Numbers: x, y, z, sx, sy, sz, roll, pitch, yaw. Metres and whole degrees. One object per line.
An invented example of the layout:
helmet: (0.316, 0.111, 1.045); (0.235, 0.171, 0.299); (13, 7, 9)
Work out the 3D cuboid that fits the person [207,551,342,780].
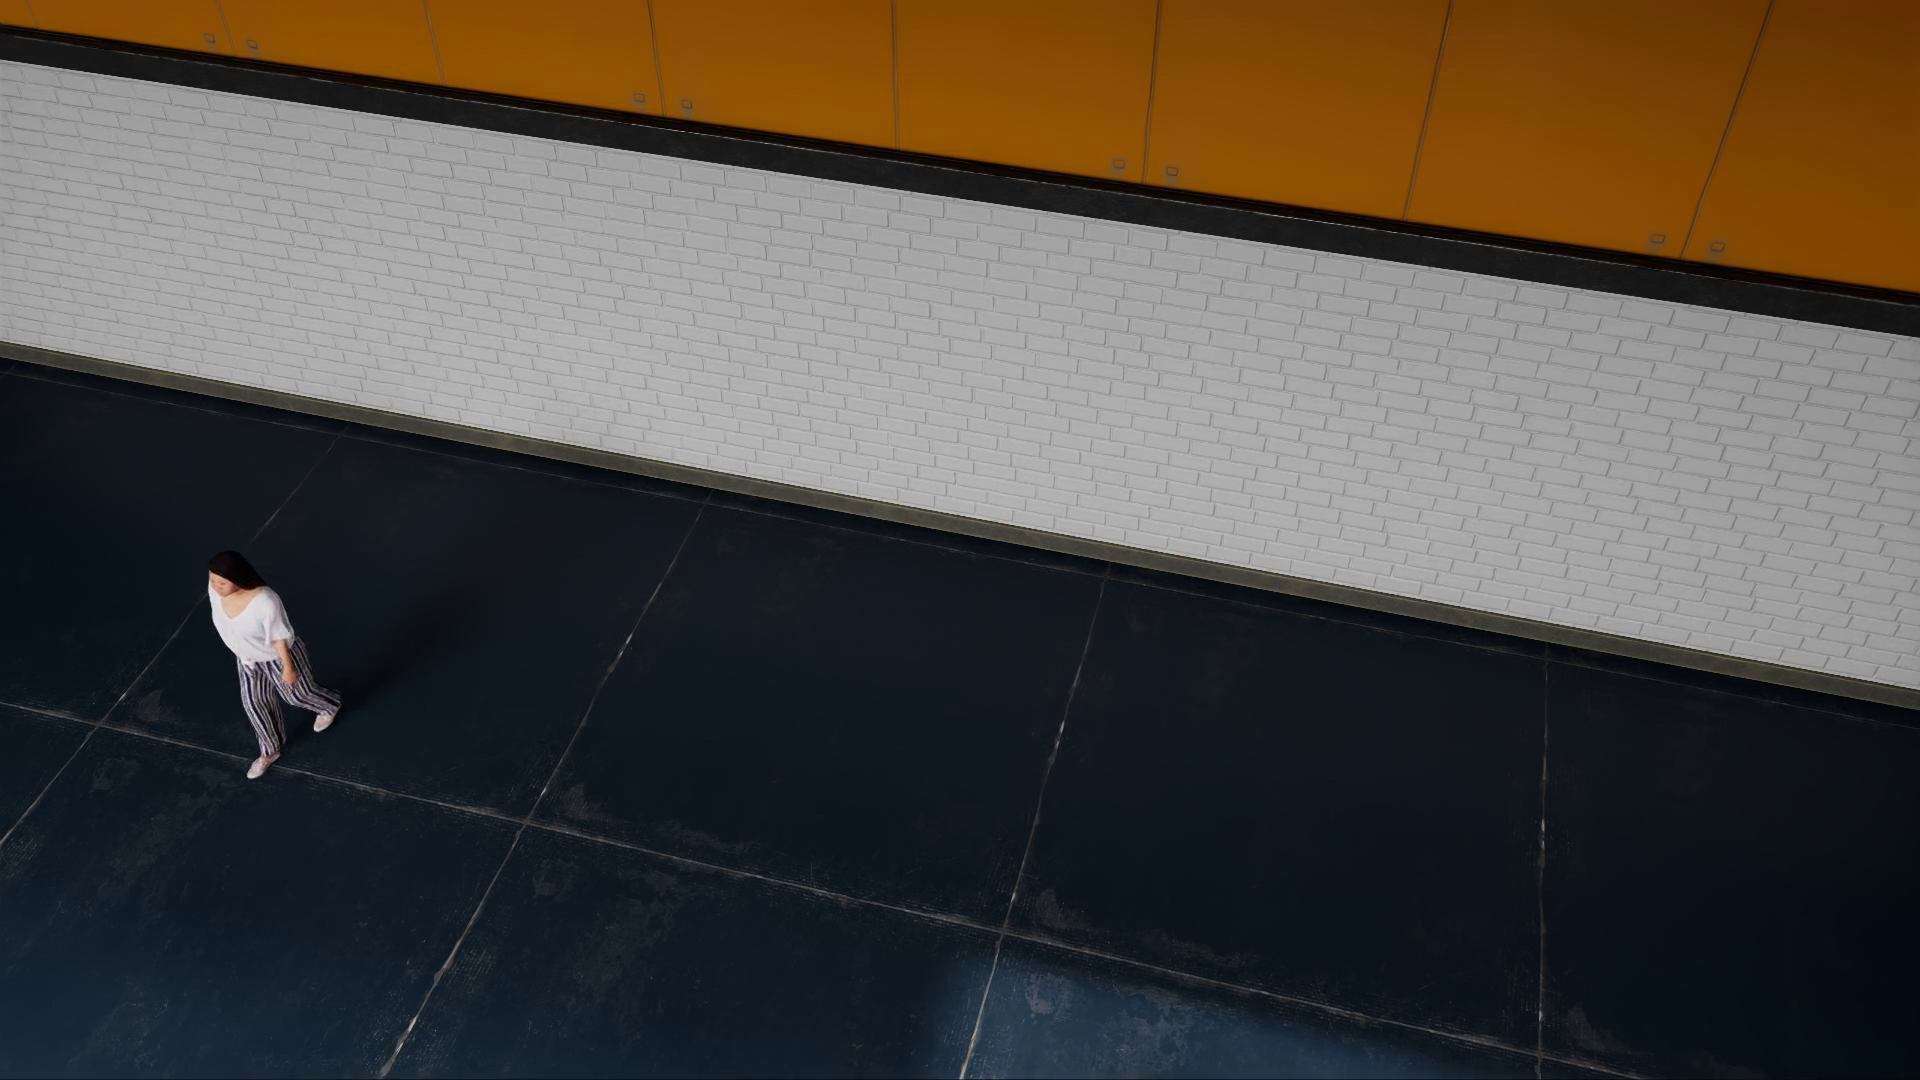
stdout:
person: (-4.141, 0.643, 10.079); (0.772, 1.656, 1.007); (17, 46, 17)
